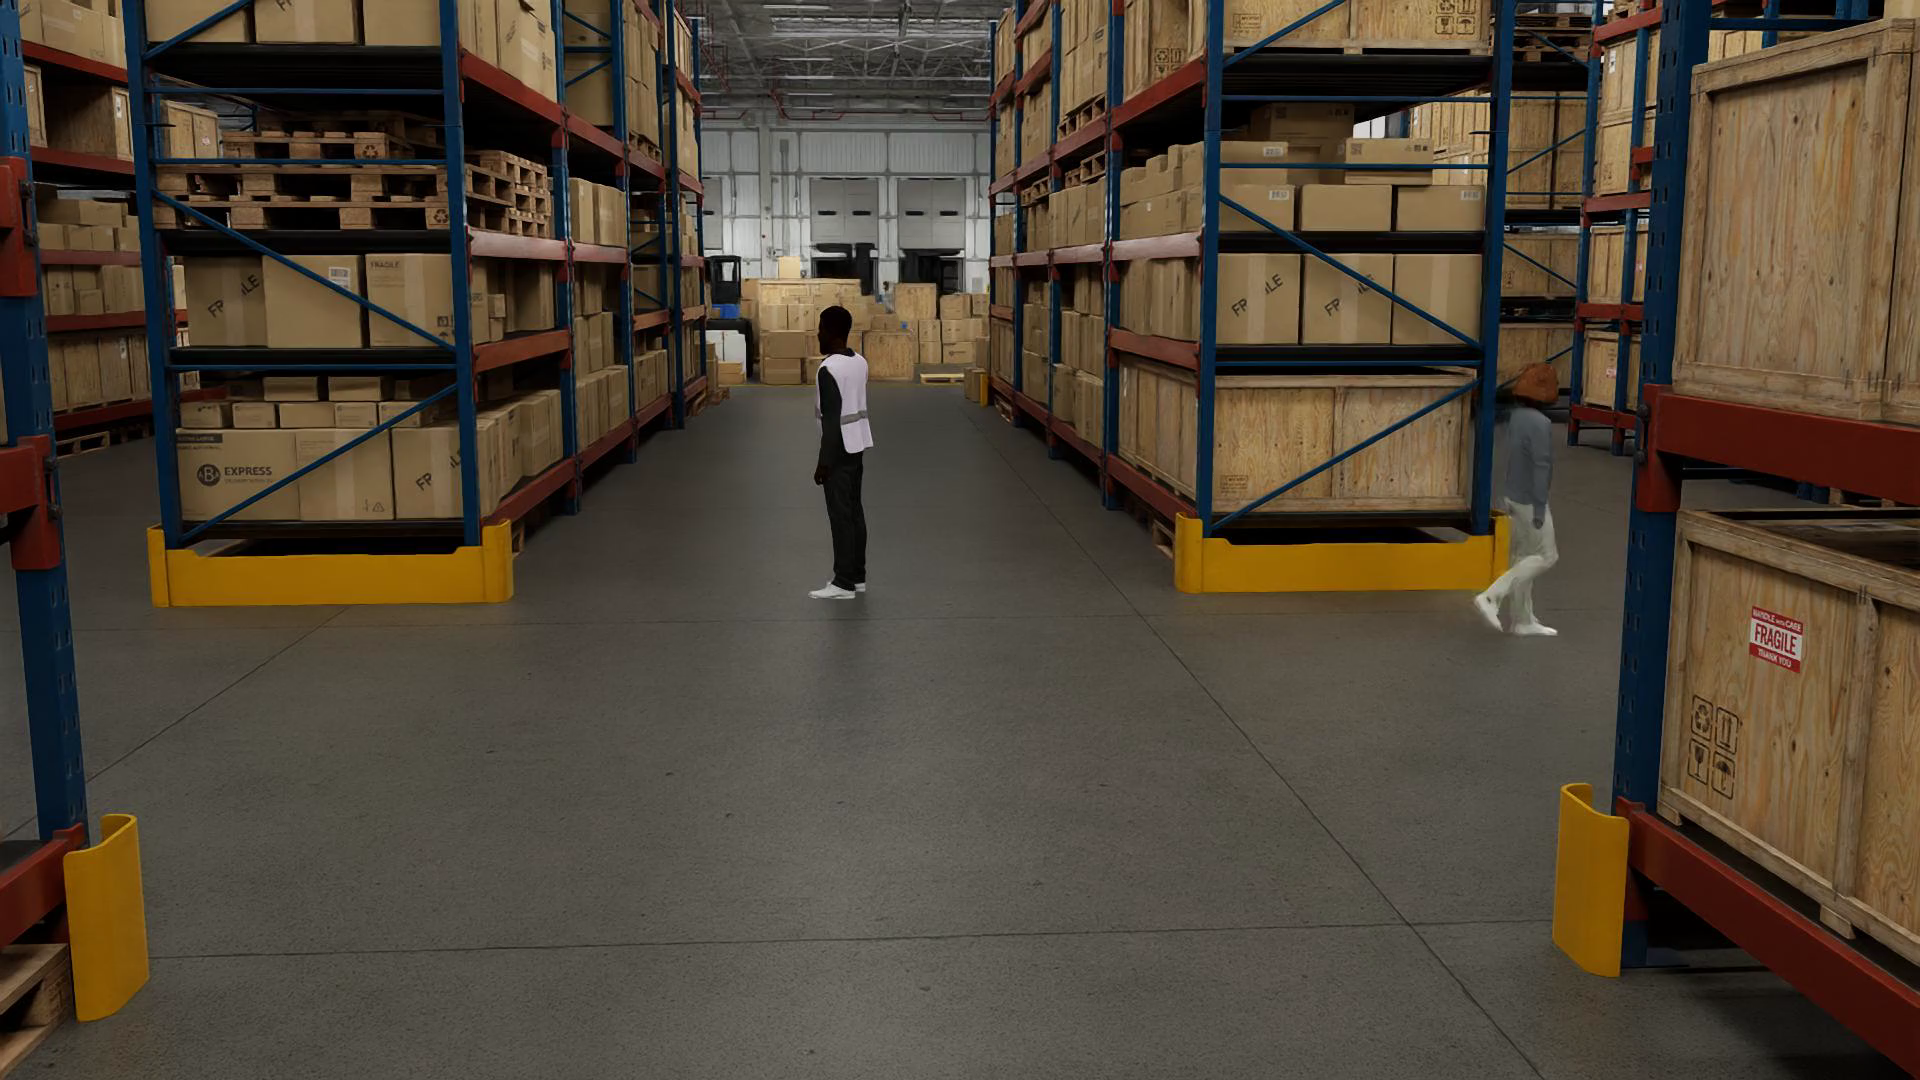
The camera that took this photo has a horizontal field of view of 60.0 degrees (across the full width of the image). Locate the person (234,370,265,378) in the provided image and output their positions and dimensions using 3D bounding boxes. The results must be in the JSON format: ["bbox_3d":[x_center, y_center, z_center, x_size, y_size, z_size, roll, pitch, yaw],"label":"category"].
[{"bbox_3d":[-9.167,-2.274,21.647,0.619,1.918,0.988,-1,9,-7],"label":"person"}]

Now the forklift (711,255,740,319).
[{"bbox_3d":[-8.400,-8.787,59.502,1.129,2.768,1.873,-1,9,-4],"label":"forklift"}]

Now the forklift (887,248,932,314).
[{"bbox_3d":[-1.126,-6.429,44.700,1.873,2.768,1.129,6,11,33],"label":"forklift"}]

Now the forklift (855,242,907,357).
[{"bbox_3d":[-2.109,-5.143,36.625,1.873,2.768,1.129,-1,9,-5],"label":"forklift"}]

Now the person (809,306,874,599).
[{"bbox_3d":[-0.779,-0.569,10.916,0.393,1.920,0.591,3,9,16],"label":"person"}]

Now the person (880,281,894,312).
[{"bbox_3d":[-2.557,-8.009,57.619,0.454,1.918,0.651,-7,11,-36],"label":"person"}]

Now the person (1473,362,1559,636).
[{"bbox_3d":[3.268,-0.222,9.659,0.467,1.619,0.506,0,9,-2],"label":"person"}]
